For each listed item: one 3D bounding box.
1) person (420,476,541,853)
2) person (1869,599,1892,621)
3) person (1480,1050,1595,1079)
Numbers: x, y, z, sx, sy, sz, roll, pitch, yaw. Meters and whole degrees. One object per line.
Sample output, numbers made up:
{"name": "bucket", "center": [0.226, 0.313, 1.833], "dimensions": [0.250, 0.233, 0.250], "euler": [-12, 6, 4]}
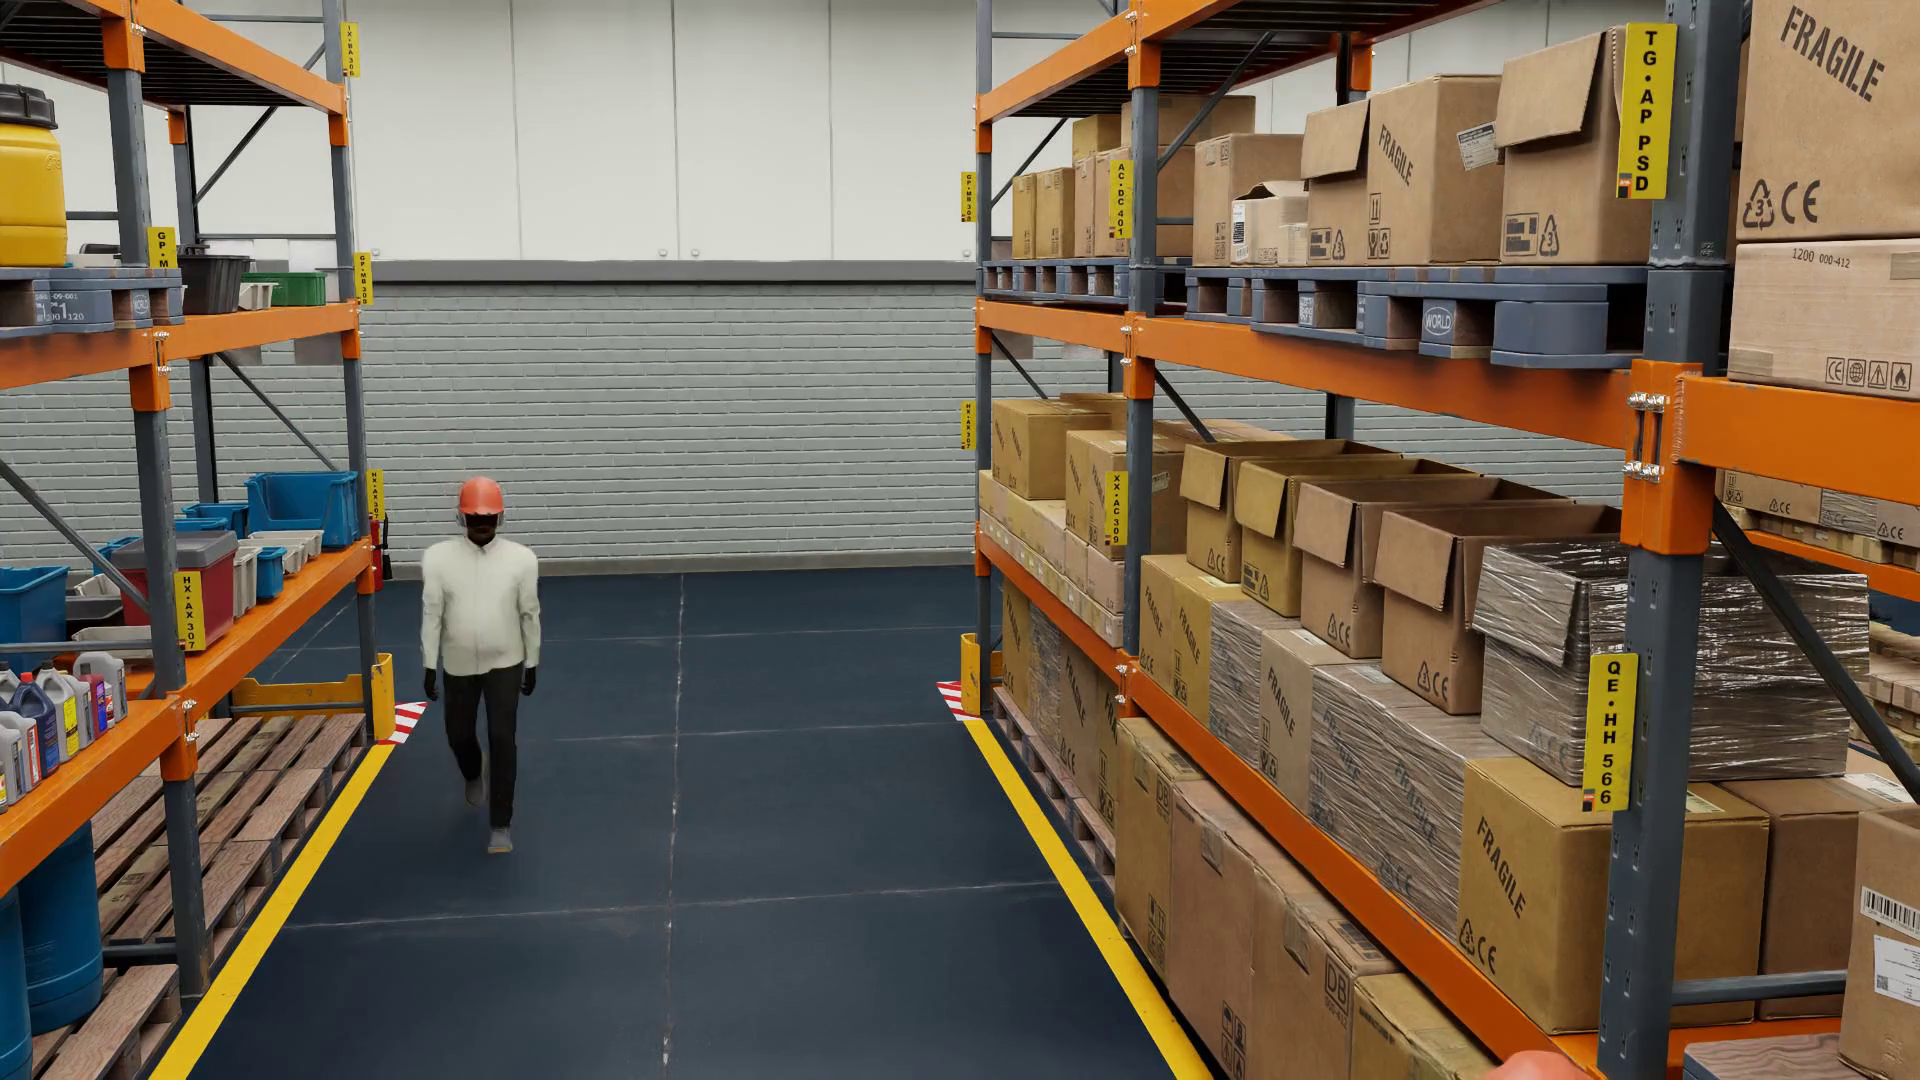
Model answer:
{"name": "person", "center": [-2.544, 0.621, 8.876], "dimensions": [0.625, 1.974, 0.789], "euler": [-2, 9, -13]}
{"name": "person", "center": [7.706, -0.235, 14.335], "dimensions": [0.713, 1.919, 0.564], "euler": [2, 9, 10]}
{"name": "person", "center": [0.746, 1.668, 2.222], "dimensions": [0.606, 2.039, 0.381], "euler": [1, 9, 6]}
